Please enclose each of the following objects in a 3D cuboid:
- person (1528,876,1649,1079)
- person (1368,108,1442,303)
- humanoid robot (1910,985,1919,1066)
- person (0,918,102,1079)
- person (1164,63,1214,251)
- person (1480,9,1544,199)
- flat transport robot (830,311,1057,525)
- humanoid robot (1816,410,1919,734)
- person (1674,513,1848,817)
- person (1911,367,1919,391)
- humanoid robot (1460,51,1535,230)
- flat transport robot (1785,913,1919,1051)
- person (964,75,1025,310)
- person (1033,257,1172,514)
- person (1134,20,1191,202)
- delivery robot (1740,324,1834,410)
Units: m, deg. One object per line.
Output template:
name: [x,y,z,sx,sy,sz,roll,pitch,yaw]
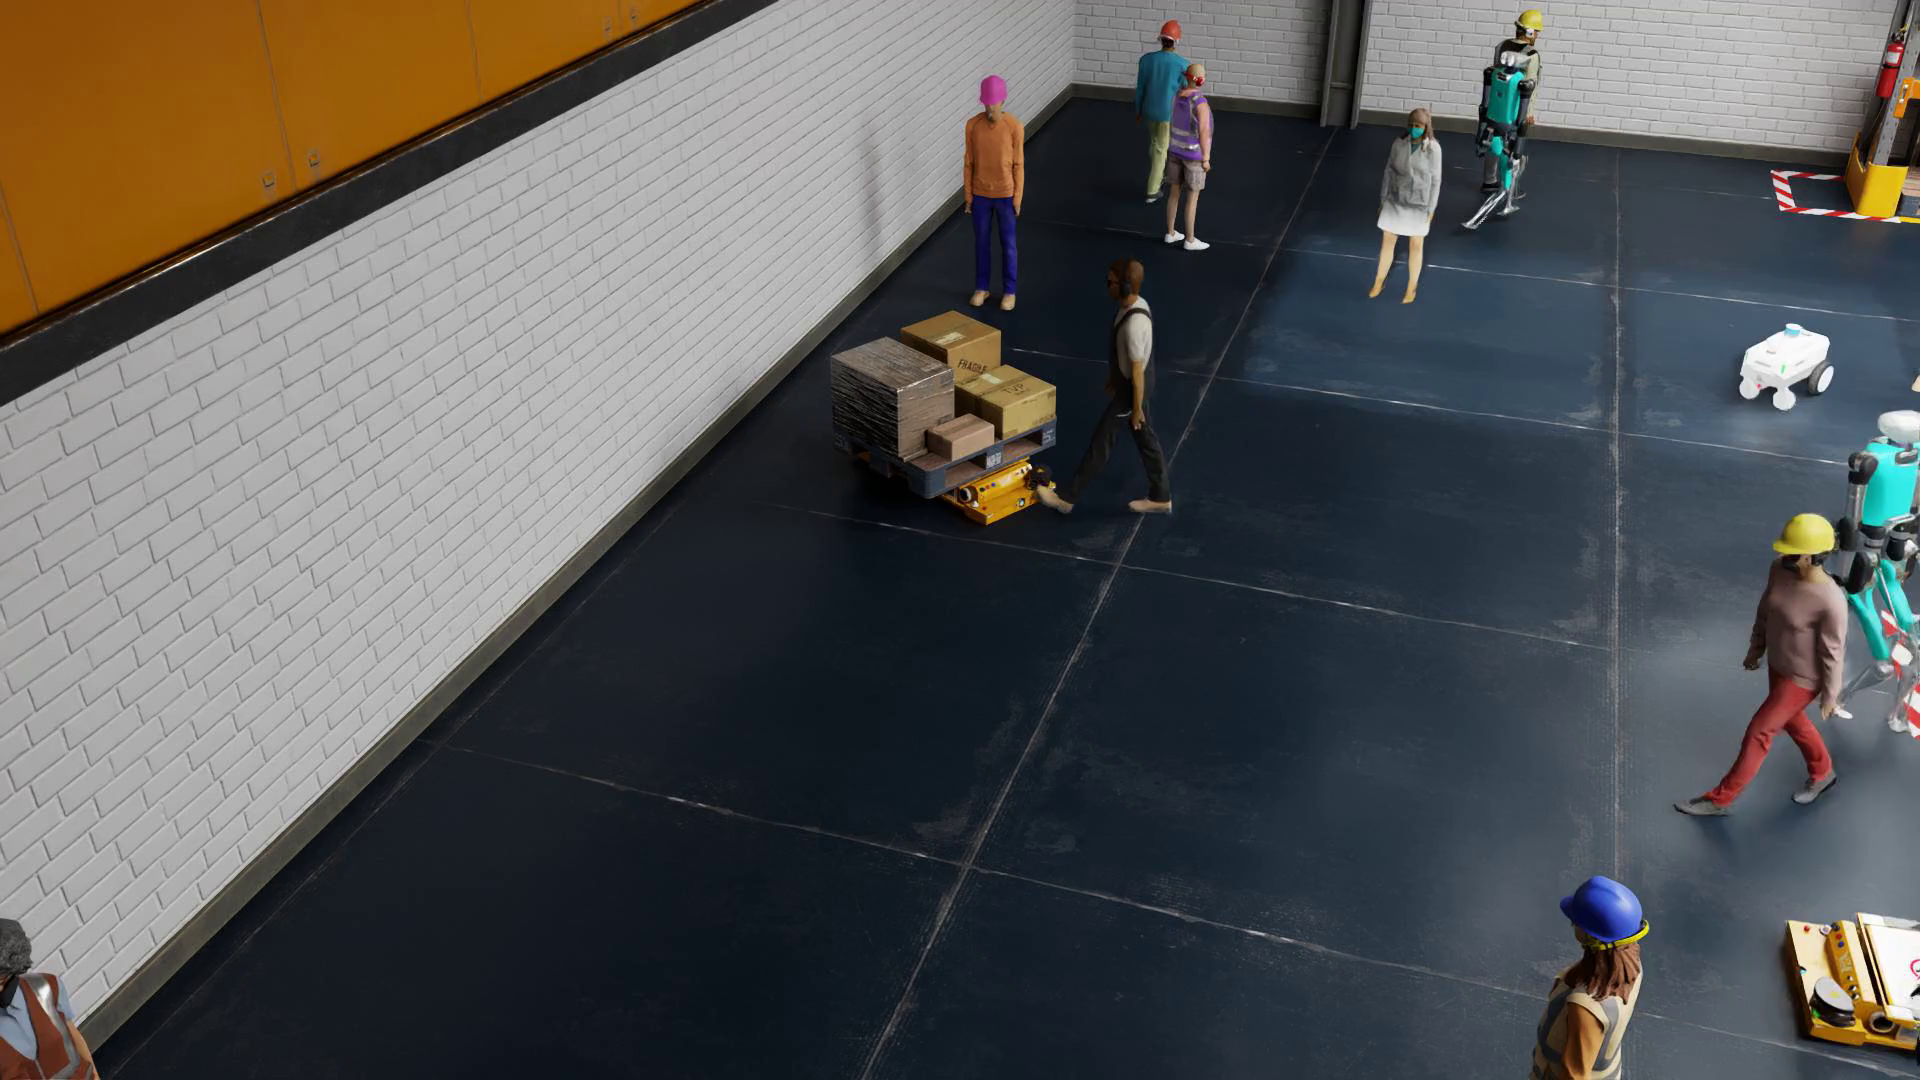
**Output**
person: [2.149,1.905,5.893,0.321,1.776,0.481,21,36,31]
person: [3.780,-2.820,14.048,0.492,1.658,0.338,17,34,26]
humanoid robot: [3.846,1.772,6.228,0.456,1.647,0.616,4,31,6]
person: [-3.211,2.002,5.814,0.309,1.689,0.449,18,35,28]
person: [2.077,-3.483,15.144,0.347,1.694,0.483,-20,36,-31]
person: [5.466,-4.290,16.392,0.403,1.821,0.588,-12,32,-19]
flat transport robot: [-0.067,-0.537,11.539,0.659,0.231,1.431,-25,38,-35]
humanoid robot: [4.969,0.247,8.756,0.530,1.762,0.827,-12,32,-19]
person: [4.116,0.632,8.126,0.854,1.723,0.538,-1,30,-2]
person: [7.474,-1.897,12.275,0.373,1.865,0.535,1,30,1]
humanoid robot: [5.168,-3.715,15.534,1.051,1.746,0.565,-19,36,-30]
flat transport robot: [4.423,1.997,7.229,1.431,0.231,0.659,8,31,13]
person: [0.278,-2.892,13.871,0.511,1.975,0.406,7,31,12]
person: [0.993,-0.969,10.768,0.976,1.796,0.516,5,31,8]
person: [2.057,-4.261,16.433,0.582,1.718,0.770,16,34,25]
delivery robot: [6.294,-1.350,12.652,0.779,0.607,0.523,-22,37,-33]
